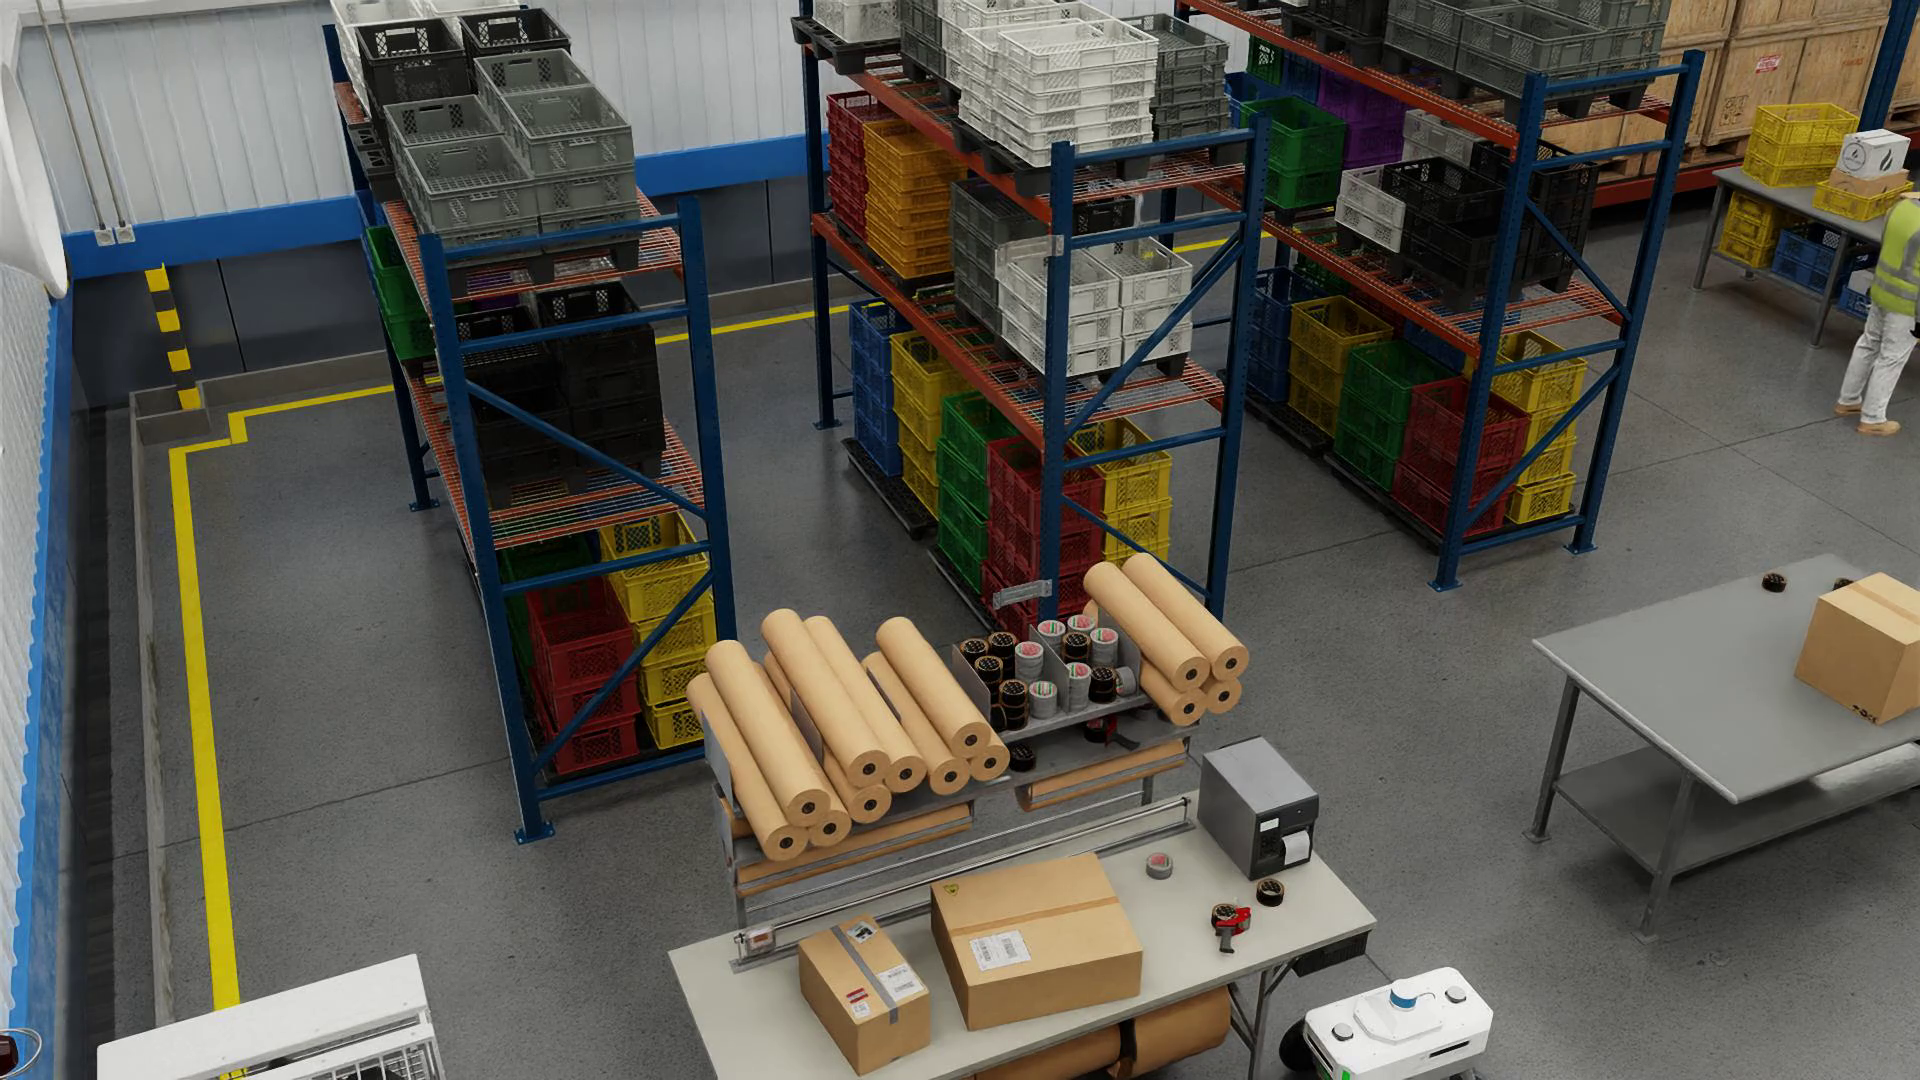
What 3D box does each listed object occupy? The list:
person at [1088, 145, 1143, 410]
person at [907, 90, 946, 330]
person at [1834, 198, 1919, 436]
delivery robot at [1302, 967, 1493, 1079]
[{"bbox_3d":[0.945,-1.858,11.499,0.604,1.817,1.027,0,32,0],"label":"person"},{"bbox_3d":[-0.256,-2.444,12.335,0.373,1.940,0.629,3,32,5],"label":"person"},{"bbox_3d":[6.270,-1.586,11.047,0.430,1.835,0.622,0,32,-1],"label":"person"},{"bbox_3d":[1.701,1.917,6.476,0.707,0.478,0.477,-12,33,-18],"label":"delivery robot"}]
